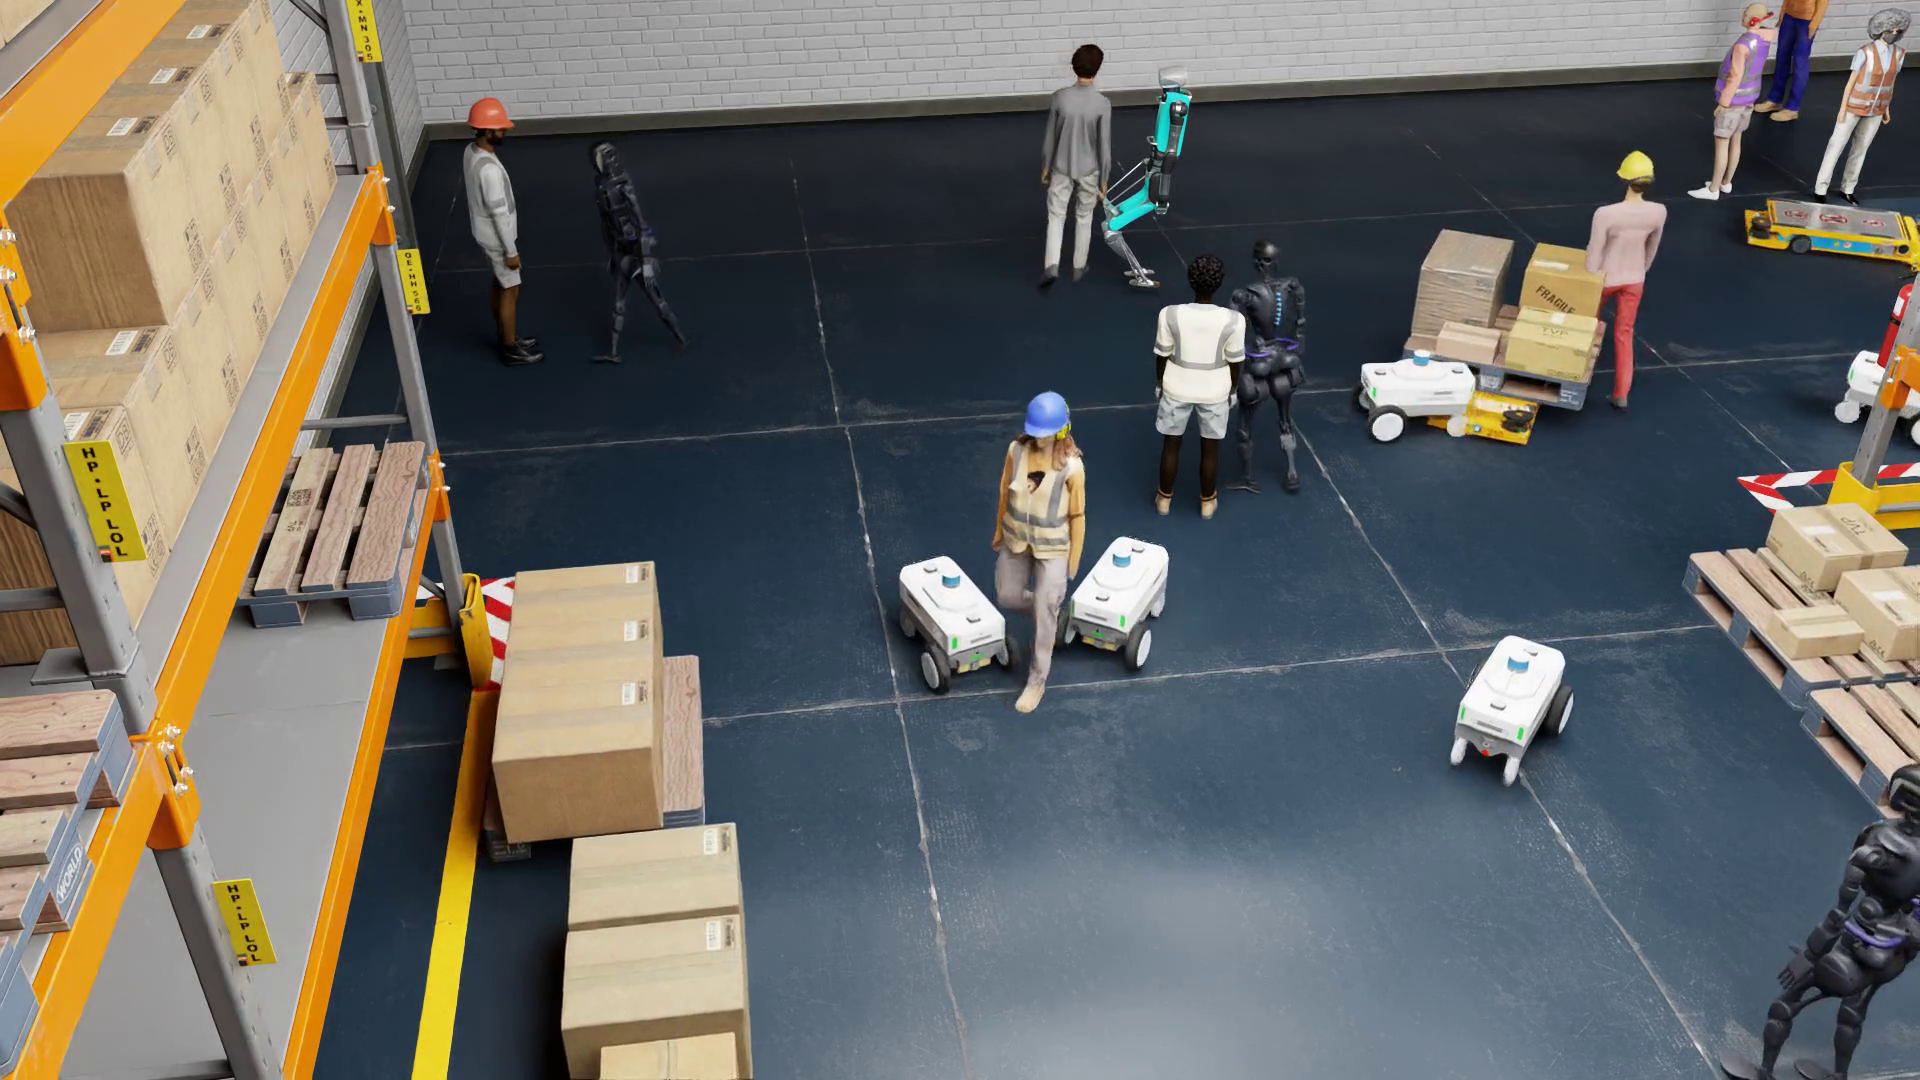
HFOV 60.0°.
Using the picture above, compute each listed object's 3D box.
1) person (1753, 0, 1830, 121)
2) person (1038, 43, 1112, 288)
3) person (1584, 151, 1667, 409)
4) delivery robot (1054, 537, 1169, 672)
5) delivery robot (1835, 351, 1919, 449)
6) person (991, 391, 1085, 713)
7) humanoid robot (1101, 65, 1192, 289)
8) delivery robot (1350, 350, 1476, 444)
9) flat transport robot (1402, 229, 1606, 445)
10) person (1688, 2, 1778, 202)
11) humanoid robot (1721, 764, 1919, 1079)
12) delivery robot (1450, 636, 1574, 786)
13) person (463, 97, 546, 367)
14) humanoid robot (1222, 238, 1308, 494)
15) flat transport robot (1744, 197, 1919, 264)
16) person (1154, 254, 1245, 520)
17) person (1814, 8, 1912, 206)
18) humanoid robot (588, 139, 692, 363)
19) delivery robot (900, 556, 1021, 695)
[{"bbox_3d":[8.128,-5.077,16.080,0.401,1.973,0.517,-10,34,-15],"label":"person"},{"bbox_3d":[0.869,-2.803,12.692,0.565,1.864,0.661,6,34,10],"label":"person"},{"bbox_3d":[4.436,-1.773,11.247,0.525,1.731,0.880,0,33,-1],"label":"person"},{"bbox_3d":[0.869,0.311,9.108,0.499,0.587,0.789,15,36,22],"label":"delivery robot"},{"bbox_3d":[6.316,-0.984,11.087,0.773,0.582,0.499,23,40,31],"label":"delivery robot"},{"bbox_3d":[0.407,0.004,8.485,0.516,1.756,0.609,18,37,25],"label":"person"},{"bbox_3d":[1.336,-2.736,12.579,0.735,1.677,0.533,0,33,-1],"label":"humanoid robot"},{"bbox_3d":[3.016,-0.971,11.096,0.815,0.614,0.499,-1,33,-2],"label":"delivery robot"},{"bbox_3d":[3.730,-1.116,11.562,0.659,0.231,1.431,14,36,21],"label":"flat transport robot"},{"bbox_3d":[6.671,-3.765,14.316,0.494,1.693,0.347,-26,41,-34],"label":"person"},{"bbox_3d":[3.396,1.495,6.268,0.591,1.645,0.369,-16,36,-23],"label":"humanoid robot"},{"bbox_3d":[2.770,0.812,8.364,0.499,0.614,0.804,20,38,27],"label":"delivery robot"},{"bbox_3d":[-3.198,-2.135,11.612,0.390,1.927,0.548,-16,36,-23],"label":"person"},{"bbox_3d":[1.893,-1.016,10.130,0.611,1.645,0.488,-14,36,-20],"label":"humanoid robot"},{"bbox_3d":[7.282,-2.547,13.756,1.431,0.231,0.659,11,35,16],"label":"flat transport robot"},{"bbox_3d":[1.407,-0.891,9.918,0.535,1.692,0.319,6,34,9],"label":"person"},{"bbox_3d":[7.715,-3.682,14.190,0.445,1.690,0.311,-2,33,-3],"label":"person"},{"bbox_3d":[-2.308,-2.012,11.701,0.754,1.629,0.637,-25,40,-33],"label":"humanoid robot"},{"bbox_3d":[-0.038,0.421,8.937,0.499,0.585,0.765,-15,36,-22],"label":"delivery robot"}]
